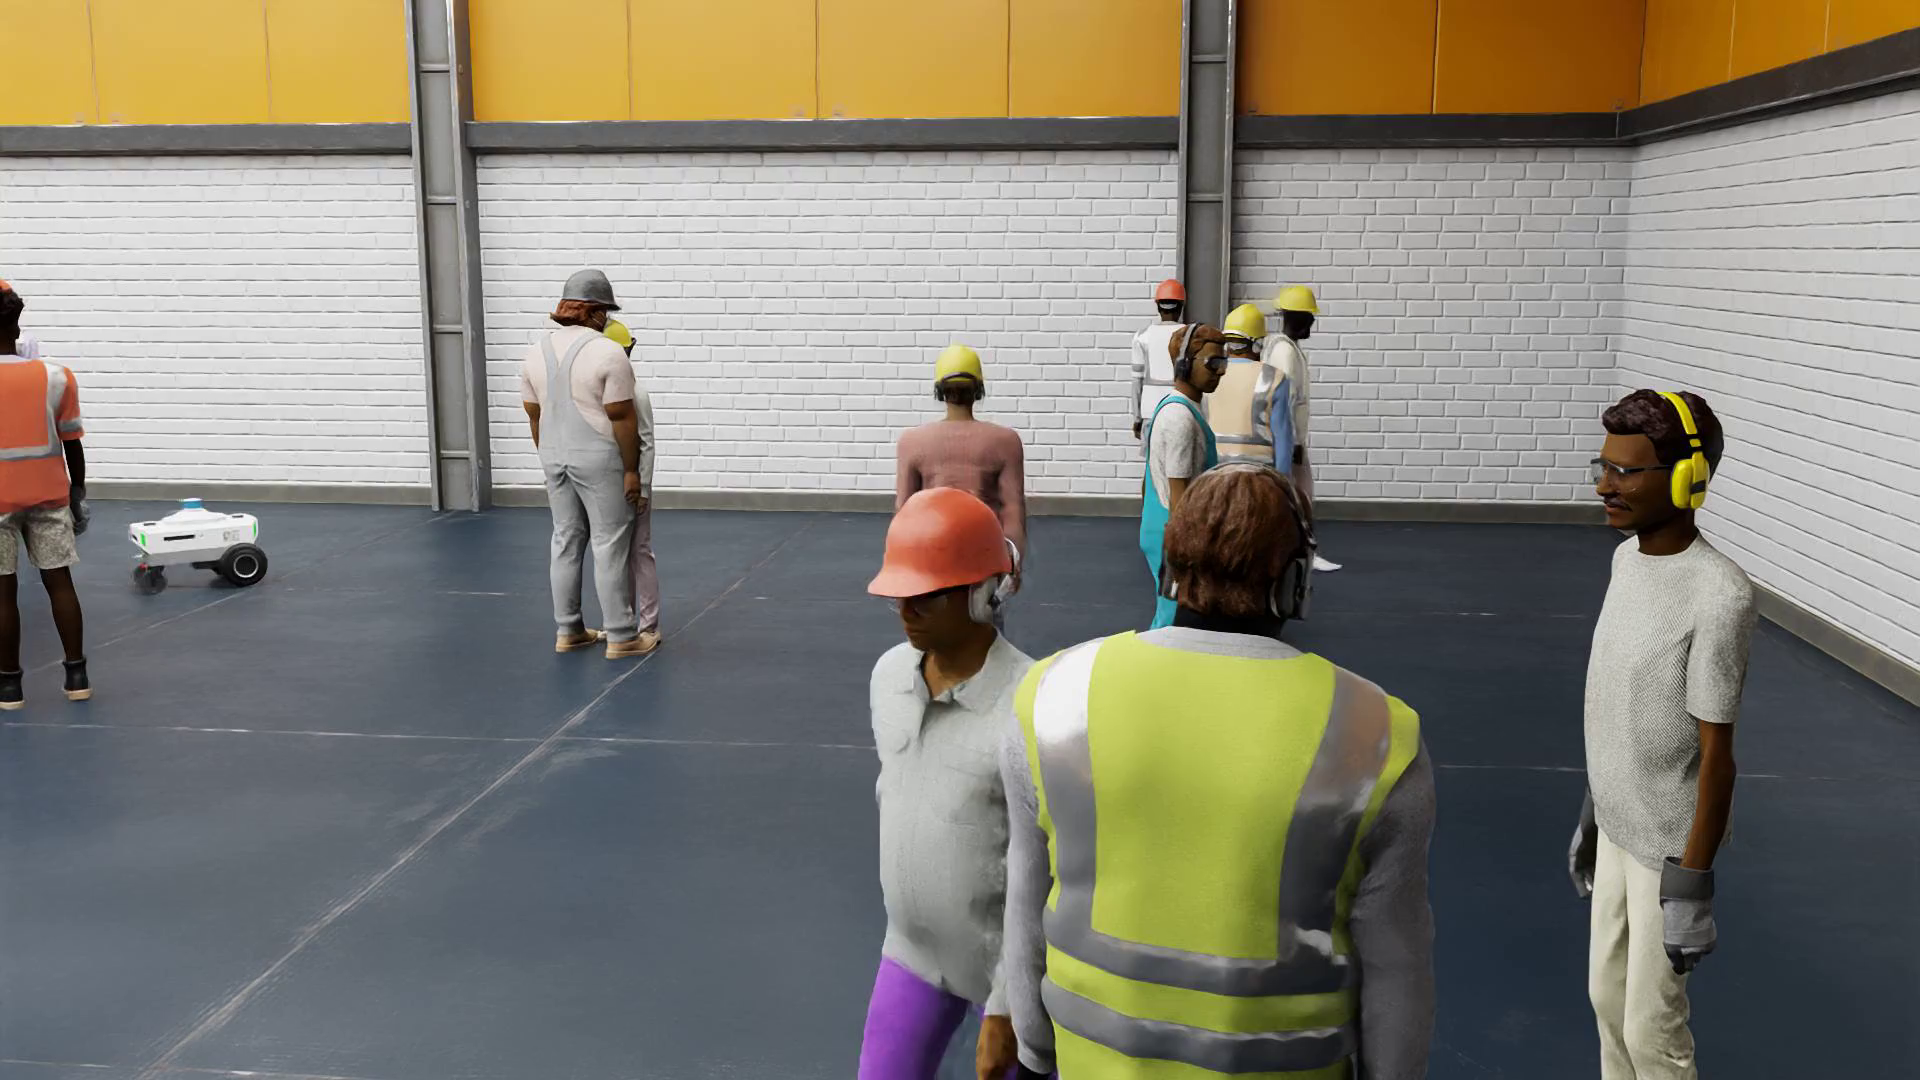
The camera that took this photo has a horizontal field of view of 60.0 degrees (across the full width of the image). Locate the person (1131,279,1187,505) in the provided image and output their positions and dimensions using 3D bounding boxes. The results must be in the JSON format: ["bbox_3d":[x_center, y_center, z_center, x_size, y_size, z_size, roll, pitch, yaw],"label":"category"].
[{"bbox_3d":[1.513,-0.924,12.075,0.546,1.920,0.418,3,10,19],"label":"person"}]

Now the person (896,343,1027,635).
[{"bbox_3d":[0.000,0.082,6.774,0.534,1.756,0.448,0,10,2],"label":"person"}]

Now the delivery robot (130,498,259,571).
[{"bbox_3d":[-4.836,-0.021,10.513,0.707,0.478,0.477,-7,12,-35],"label":"delivery robot"}]

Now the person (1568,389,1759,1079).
[{"bbox_3d":[1.381,0.622,3.382,0.329,1.861,0.510,0,10,0],"label":"person"}]

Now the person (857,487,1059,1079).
[{"bbox_3d":[-0.001,0.746,3.120,0.895,1.707,0.568,-10,14,-44],"label":"person"}]

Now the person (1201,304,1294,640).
[{"bbox_3d":[1.523,-0.352,9.021,0.590,1.835,0.404,6,12,31],"label":"person"}]

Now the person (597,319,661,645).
[{"bbox_3d":[-1.820,-0.289,8.853,0.327,1.767,0.533,-8,13,-40],"label":"person"}]

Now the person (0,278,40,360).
[{"bbox_3d":[-6.604,-0.838,11.503,0.545,1.938,0.362,-2,10,-14],"label":"person"}]

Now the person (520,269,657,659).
[{"bbox_3d":[-1.914,-0.408,8.747,0.672,2.000,0.536,6,11,29],"label":"person"}]

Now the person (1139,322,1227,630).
[{"bbox_3d":[0.892,0.057,6.657,0.348,1.842,0.506,1,10,6],"label":"person"}]

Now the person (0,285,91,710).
[{"bbox_3d":[-4.380,-0.193,7.732,0.613,1.962,0.364,-10,14,-43],"label":"person"}]

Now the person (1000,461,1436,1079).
[{"bbox_3d":[0.374,0.793,2.485,0.640,1.830,0.429,3,10,19],"label":"person"}]
